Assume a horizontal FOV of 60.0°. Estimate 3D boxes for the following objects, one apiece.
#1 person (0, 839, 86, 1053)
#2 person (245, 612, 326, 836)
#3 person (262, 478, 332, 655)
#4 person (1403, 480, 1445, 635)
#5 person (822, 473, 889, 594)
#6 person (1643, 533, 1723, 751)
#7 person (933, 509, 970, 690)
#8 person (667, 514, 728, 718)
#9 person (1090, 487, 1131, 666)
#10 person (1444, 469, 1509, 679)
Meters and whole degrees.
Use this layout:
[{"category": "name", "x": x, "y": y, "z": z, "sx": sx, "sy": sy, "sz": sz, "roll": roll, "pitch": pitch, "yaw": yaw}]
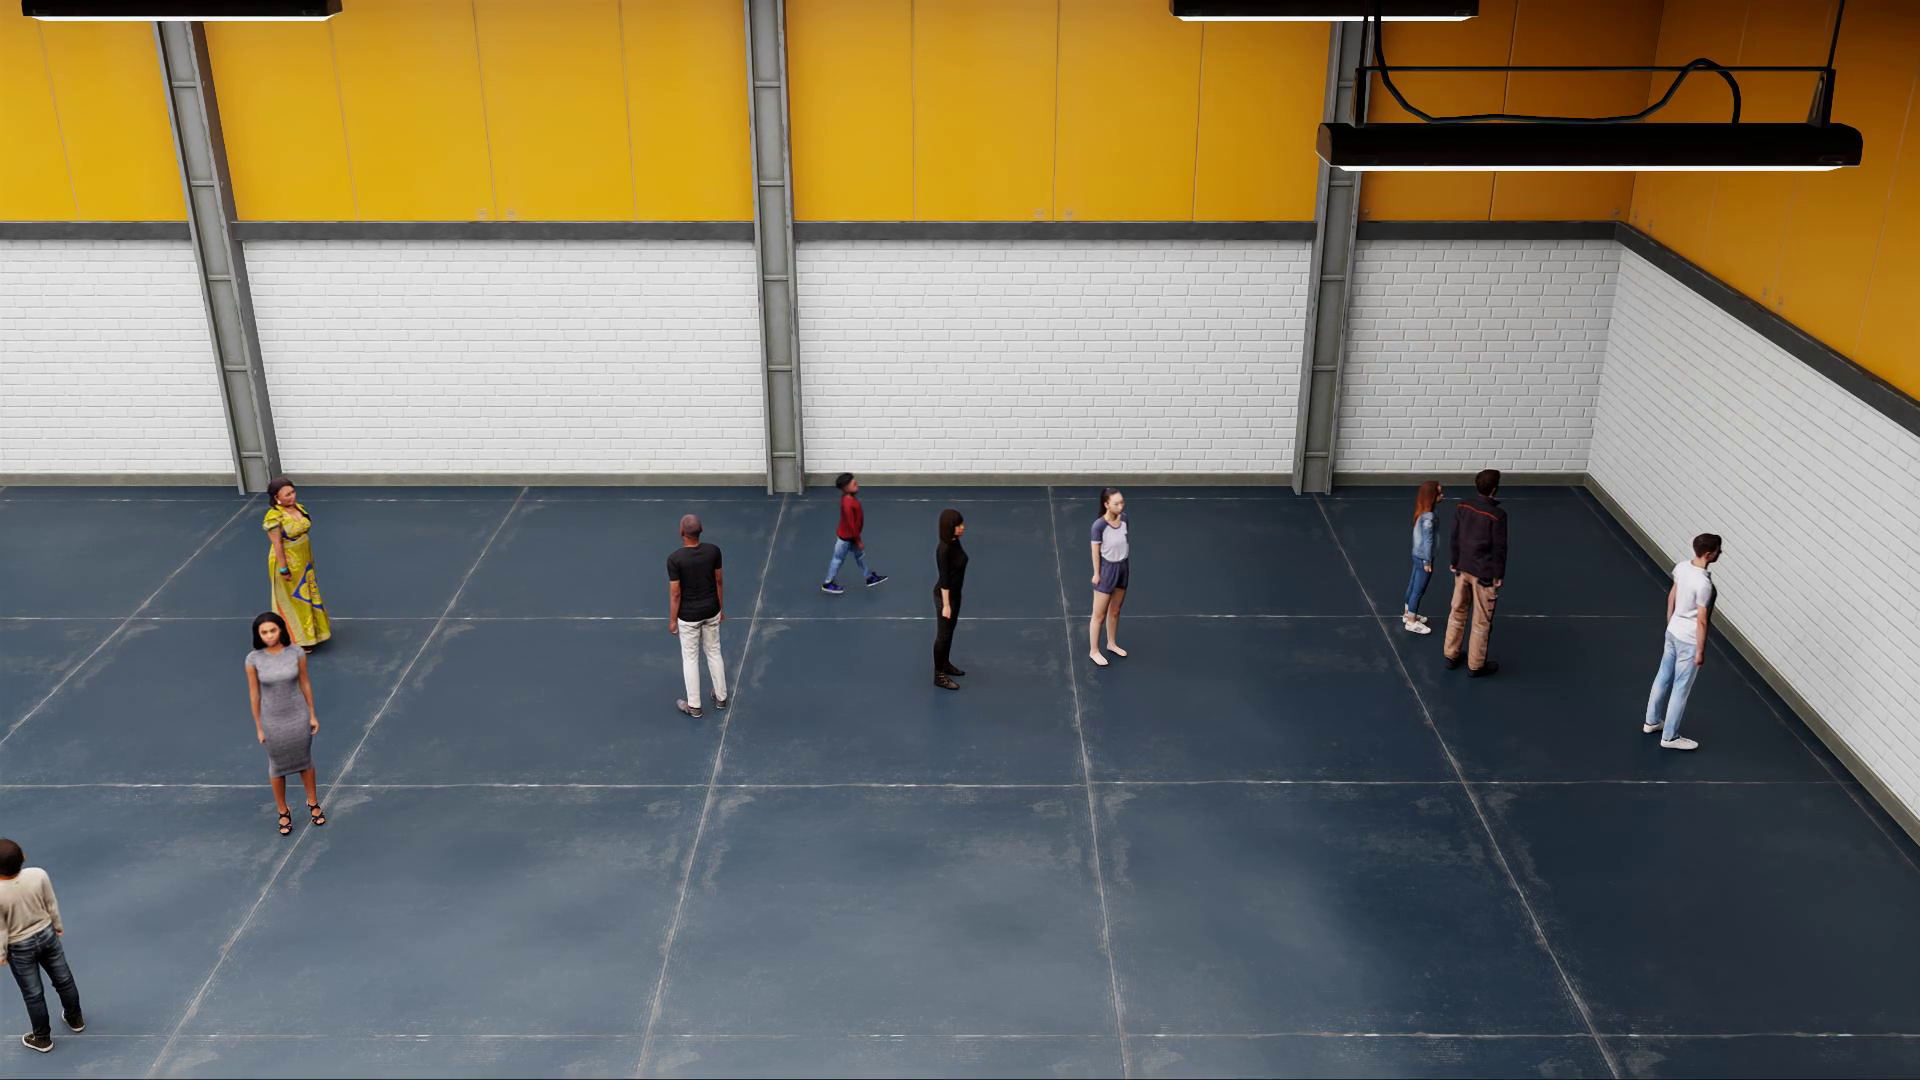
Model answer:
[{"category": "person", "x": -5.702, "y": 2.469, "z": 10.215, "sx": 0.673, "sy": 1.466, "sz": 0.638, "roll": 16, "pitch": 28, "yaw": 32}, {"category": "person", "x": -5.023, "y": 1.352, "z": 12.376, "sx": 0.608, "sy": 1.781, "sz": 0.721, "roll": -12, "pitch": 27, "yaw": -26}, {"category": "person", "x": -6.078, "y": 0.206, "z": 15.148, "sx": 0.805, "sy": 1.660, "sz": 0.881, "roll": 3, "pitch": 24, "yaw": 6}, {"category": "person", "x": 4.325, "y": 0.138, "z": 15.535, "sx": 0.529, "sy": 1.475, "sz": 0.596, "roll": 3, "pitch": 24, "yaw": 7}, {"category": "person", "x": -1.155, "y": -0.044, "z": 16.259, "sx": 0.855, "sy": 1.229, "sz": 0.502, "roll": 0, "pitch": 24, "yaw": -1}, {"category": "person", "x": 5.909, "y": 0.797, "z": 13.559, "sx": 0.564, "sy": 1.850, "sz": 0.677, "roll": -2, "pitch": 24, "yaw": -5}, {"category": "person", "x": -0.107, "y": 0.486, "z": 14.531, "sx": 0.589, "sy": 1.641, "sz": 0.636, "roll": 6, "pitch": 24, "yaw": 13}, {"category": "person", "x": -2.209, "y": 0.628, "z": 14.003, "sx": 0.728, "sy": 1.804, "sz": 0.824, "roll": -16, "pitch": 28, "yaw": -32}, {"category": "person", "x": 1.337, "y": 0.305, "z": 14.934, "sx": 0.657, "sy": 1.651, "sz": 0.727, "roll": -20, "pitch": 31, "yaw": -38}, {"category": "person", "x": 4.555, "y": 0.278, "z": 14.653, "sx": 0.830, "sy": 1.924, "sz": 0.791, "roll": -19, "pitch": 30, "yaw": -36}]
